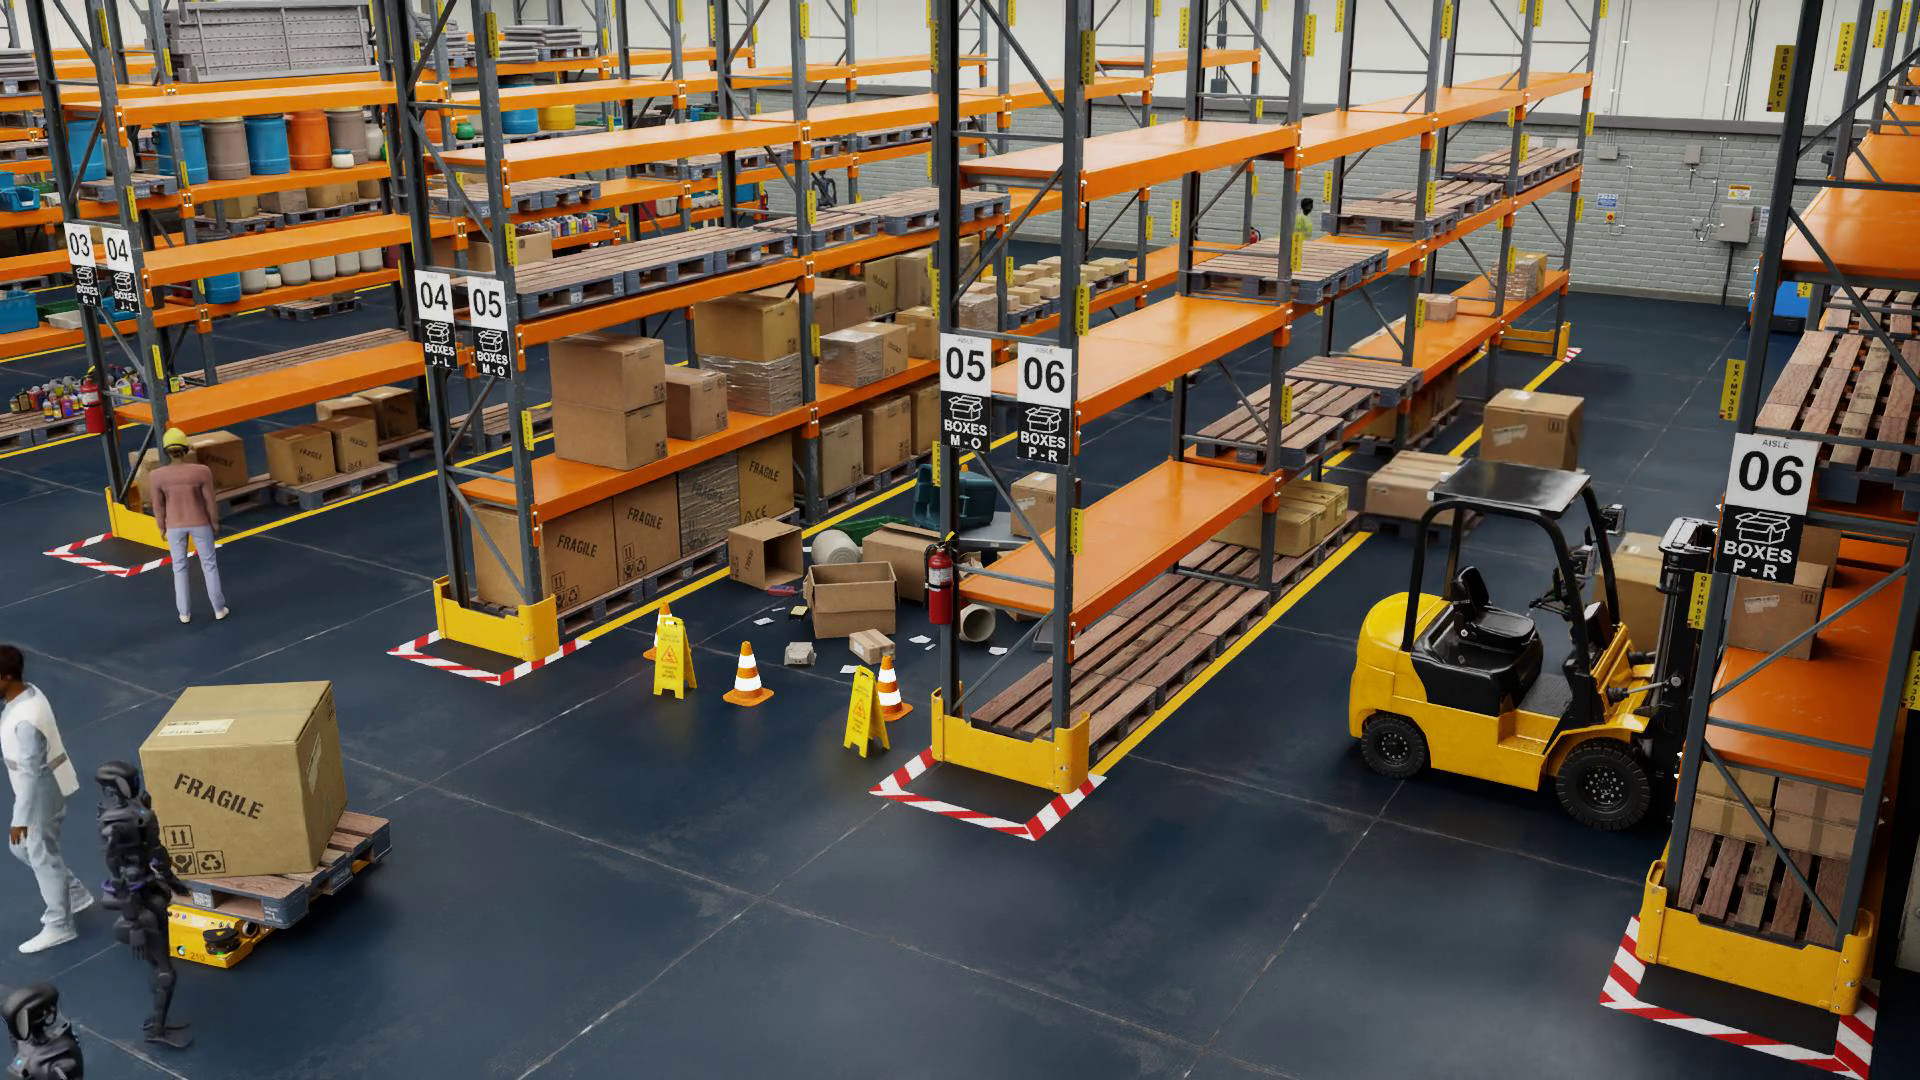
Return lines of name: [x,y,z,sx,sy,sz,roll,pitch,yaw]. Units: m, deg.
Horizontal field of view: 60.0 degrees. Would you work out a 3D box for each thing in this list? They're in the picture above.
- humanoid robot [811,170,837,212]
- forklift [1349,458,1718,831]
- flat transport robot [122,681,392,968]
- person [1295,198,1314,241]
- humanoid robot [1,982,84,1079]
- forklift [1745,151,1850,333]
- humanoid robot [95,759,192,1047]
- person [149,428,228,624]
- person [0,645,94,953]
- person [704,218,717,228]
humanoid robot: [-2.784,-6.941,34.526,0.594,1.639,0.555,-9,21,-24]
forklift: [3.988,0.658,11.776,2.313,2.155,1.214,11,22,29]
flat transport robot: [-4.346,2.161,10.368,0.659,0.231,1.431,6,20,18]
person: [6.079,-5.331,29.884,0.719,1.669,0.535,17,26,41]
humanoid robot: [-3.771,2.602,7.019,0.585,1.630,0.793,12,23,31]
forklift: [13.620,-4.667,26.137,1.873,2.768,1.129,11,22,29]
humanoid robot: [-4.362,1.919,8.910,0.316,1.654,0.602,-1,19,-3]
person: [-6.827,-0.130,14.718,0.521,1.761,0.343,-6,20,-16]
person: [-5.432,1.502,9.770,0.464,1.908,0.627,-12,23,-31]
person: [-5.242,-7.061,34.862,0.492,1.688,0.349,-6,20,-18]
